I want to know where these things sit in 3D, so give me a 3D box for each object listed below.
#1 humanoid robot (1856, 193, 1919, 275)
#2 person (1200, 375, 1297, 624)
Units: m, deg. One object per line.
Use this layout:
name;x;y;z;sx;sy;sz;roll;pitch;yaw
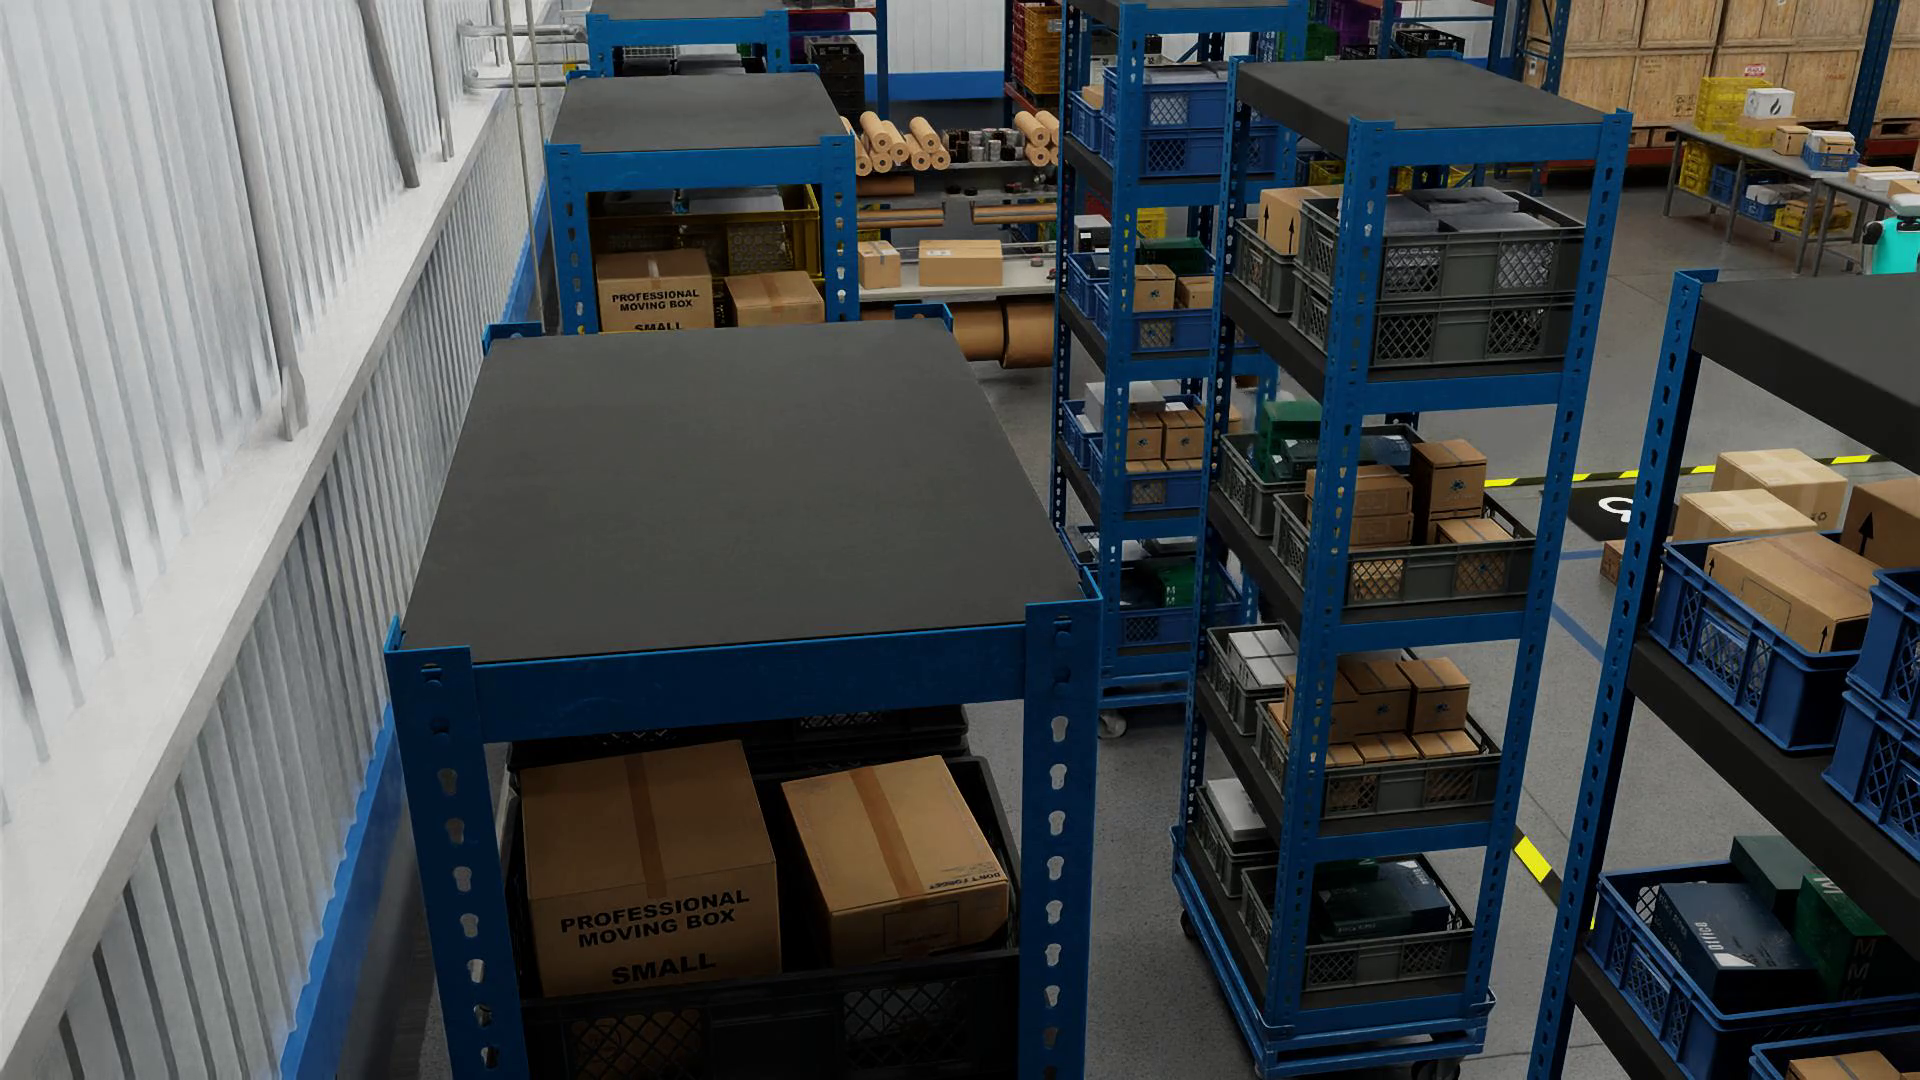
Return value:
humanoid robot;6.647;-1.550;11.746;0.533;1.681;0.735;0;25;1
person;1.527;-0.181;8.842;0.622;1.818;0.773;-5;25;-10
